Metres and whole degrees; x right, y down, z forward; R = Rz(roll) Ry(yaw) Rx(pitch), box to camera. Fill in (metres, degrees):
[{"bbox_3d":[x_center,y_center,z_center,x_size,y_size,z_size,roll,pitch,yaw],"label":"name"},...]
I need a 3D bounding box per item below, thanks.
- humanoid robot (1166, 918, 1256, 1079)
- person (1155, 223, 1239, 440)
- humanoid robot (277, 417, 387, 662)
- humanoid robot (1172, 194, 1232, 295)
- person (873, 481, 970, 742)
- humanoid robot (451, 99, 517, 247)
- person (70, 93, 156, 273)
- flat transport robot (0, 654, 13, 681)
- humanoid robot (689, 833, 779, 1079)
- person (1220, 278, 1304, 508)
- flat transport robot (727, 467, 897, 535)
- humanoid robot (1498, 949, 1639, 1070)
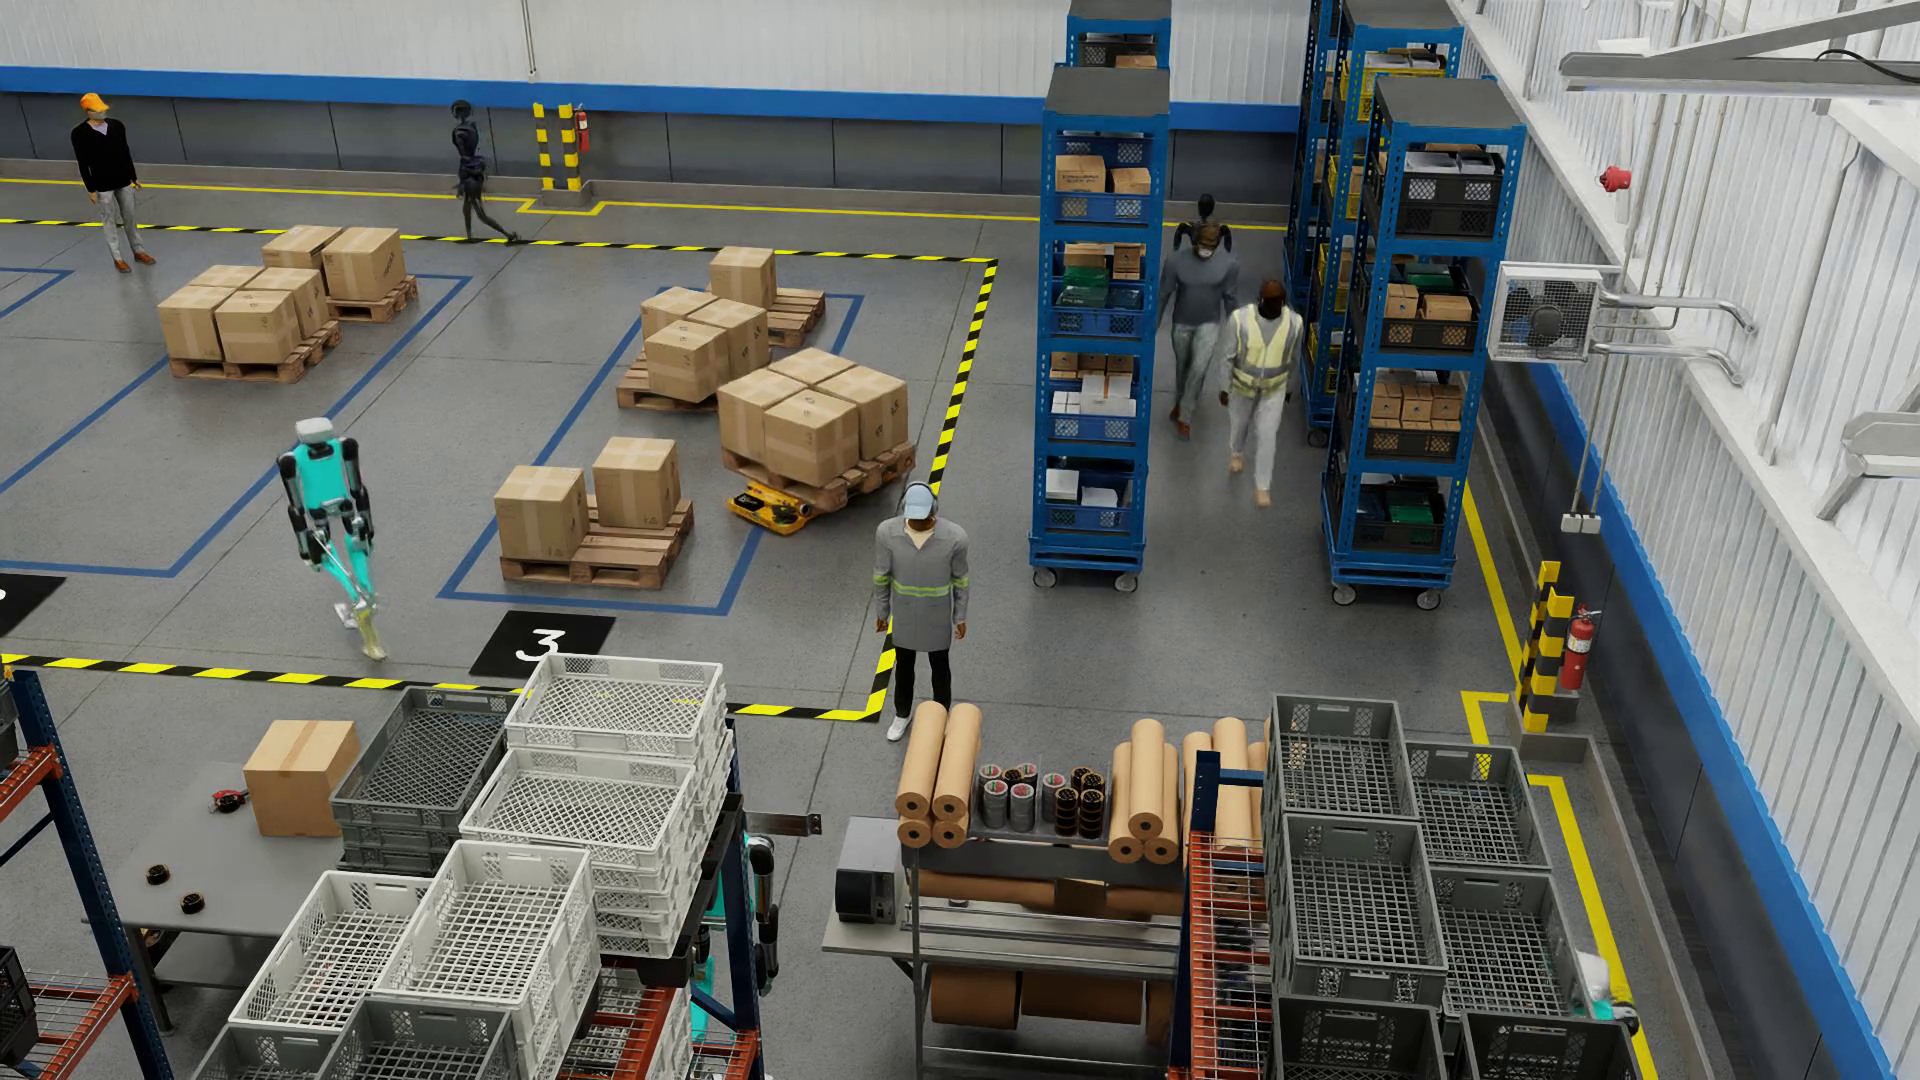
[{"bbox_3d":[1.054,2.280,7.413,0.736,1.654,0.608,19,35,30],"label":"humanoid robot"},{"bbox_3d":[1.965,-1.803,14.151,0.734,1.887,0.838,6,31,11],"label":"person"},{"bbox_3d":[-4.094,0.061,11.131,0.548,1.748,1.046,-24,38,-35],"label":"humanoid robot"},{"bbox_3d":[2.213,-2.380,15.411,0.612,1.620,0.820,3,30,5],"label":"humanoid robot"},{"bbox_3d":[-0.244,0.457,10.313,0.597,1.850,0.387,4,30,6],"label":"person"},{"bbox_3d":[-5.286,-3.989,18.179,0.737,1.654,0.588,-2,30,-3],"label":"humanoid robot"},{"bbox_3d":[-8.947,-3.775,17.552,0.366,1.883,0.589,18,35,28],"label":"person"},{"bbox_3d":[-7.142,0.969,11.010,1.431,0.231,0.659,3,30,6],"label":"flat transport robot"},{"bbox_3d":[-1.123,2.027,7.596,0.533,1.681,0.735,3,30,6],"label":"humanoid robot"},{"bbox_3d":[2.386,-1.249,13.289,0.629,1.803,0.875,4,30,6],"label":"person"},{"bbox_3d":[-1.149,-0.493,13.492,0.652,0.197,1.431,23,37,33],"label":"flat transport robot"},{"bbox_3d":[2.500,2.321,7.250,0.537,1.737,1.027,5,31,8],"label":"humanoid robot"}]
